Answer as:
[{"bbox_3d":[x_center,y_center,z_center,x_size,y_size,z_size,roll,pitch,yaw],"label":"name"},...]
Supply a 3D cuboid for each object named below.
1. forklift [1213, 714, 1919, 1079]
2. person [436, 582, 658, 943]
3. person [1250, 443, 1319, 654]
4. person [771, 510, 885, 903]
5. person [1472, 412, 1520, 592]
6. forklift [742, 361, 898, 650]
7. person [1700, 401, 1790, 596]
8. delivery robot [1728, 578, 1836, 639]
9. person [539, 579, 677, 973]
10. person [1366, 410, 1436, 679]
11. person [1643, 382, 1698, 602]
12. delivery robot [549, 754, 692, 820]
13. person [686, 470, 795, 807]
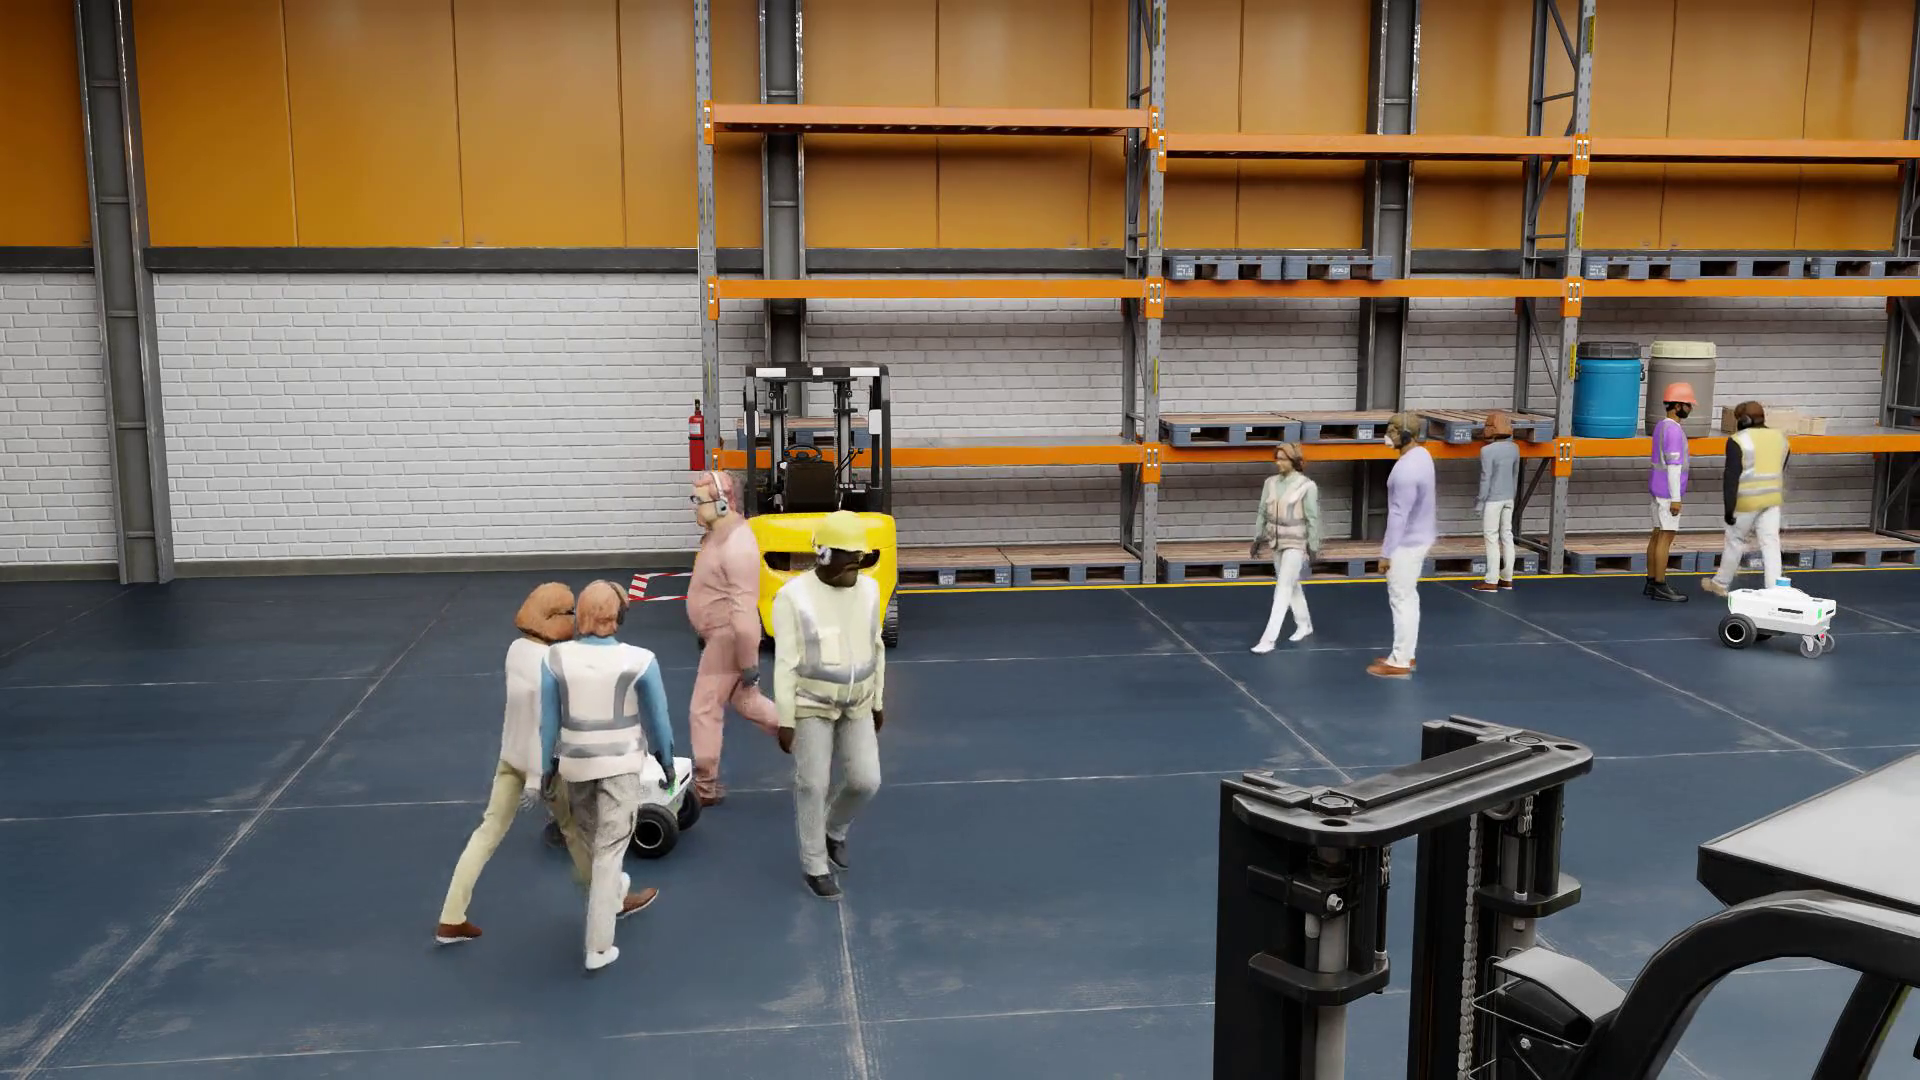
[{"bbox_3d":[1.441,1.425,2.350,1.214,2.155,2.313,-7,12,-39],"label":"forklift"},{"bbox_3d":[-1.839,0.961,7.214,0.966,1.563,0.514,-8,12,-41],"label":"person"},{"bbox_3d":[2.520,0.046,12.837,0.841,1.599,0.520,-6,11,-33],"label":"person"},{"bbox_3d":[-0.605,0.759,7.707,0.633,1.810,0.423,-6,11,-33],"label":"person"},{"bbox_3d":[4.877,-0.343,15.129,0.507,1.632,0.267,-6,11,-34],"label":"person"},{"bbox_3d":[-1.154,-0.340,13.365,1.214,2.155,2.313,-1,9,-7],"label":"forklift"},{"bbox_3d":[6.896,-0.318,14.529,0.638,1.778,0.958,-2,9,-10],"label":"person"},{"bbox_3d":[6.289,0.532,12.734,0.477,0.478,0.707,-9,13,-44],"label":"delivery robot"},{"bbox_3d":[-1.481,0.957,7.103,0.546,1.593,0.841,1,9,8],"label":"person"},{"bbox_3d":[3.162,0.038,11.826,0.414,1.932,0.655,4,10,24],"label":"person"},{"bbox_3d":[6.282,-0.427,14.701,0.355,1.940,0.542,2,9,10],"label":"person"},{"bbox_3d":[-1.732,1.225,8.405,0.707,0.478,0.477,1,9,7],"label":"delivery robot"},{"bbox_3d":[-1.162,0.537,8.921,0.868,1.867,0.652,-1,9,-8],"label":"person"}]
